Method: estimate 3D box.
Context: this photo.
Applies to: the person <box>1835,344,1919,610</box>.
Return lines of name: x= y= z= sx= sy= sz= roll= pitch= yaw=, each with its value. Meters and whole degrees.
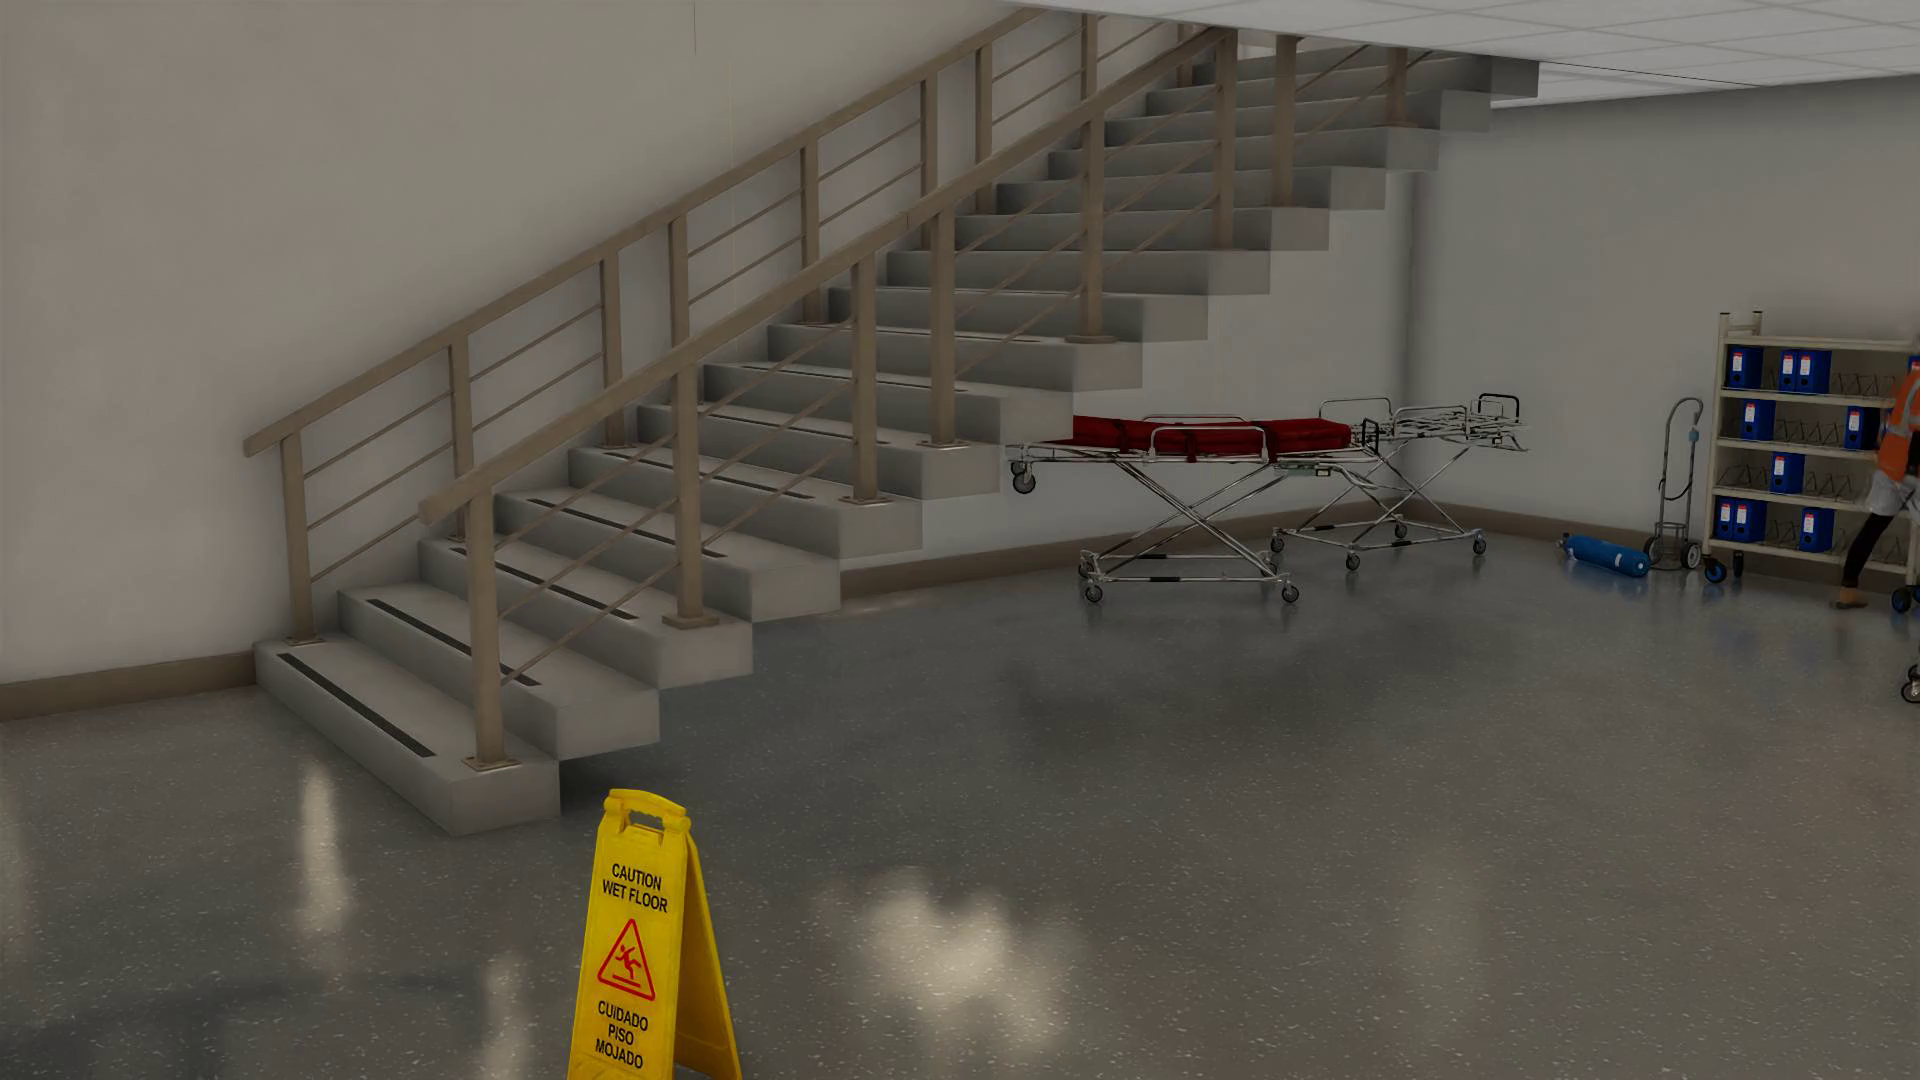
person: x=5.302 y=-0.379 z=9.140 sx=0.787 sy=1.650 sz=0.586 roll=3 pitch=10 yaw=15
